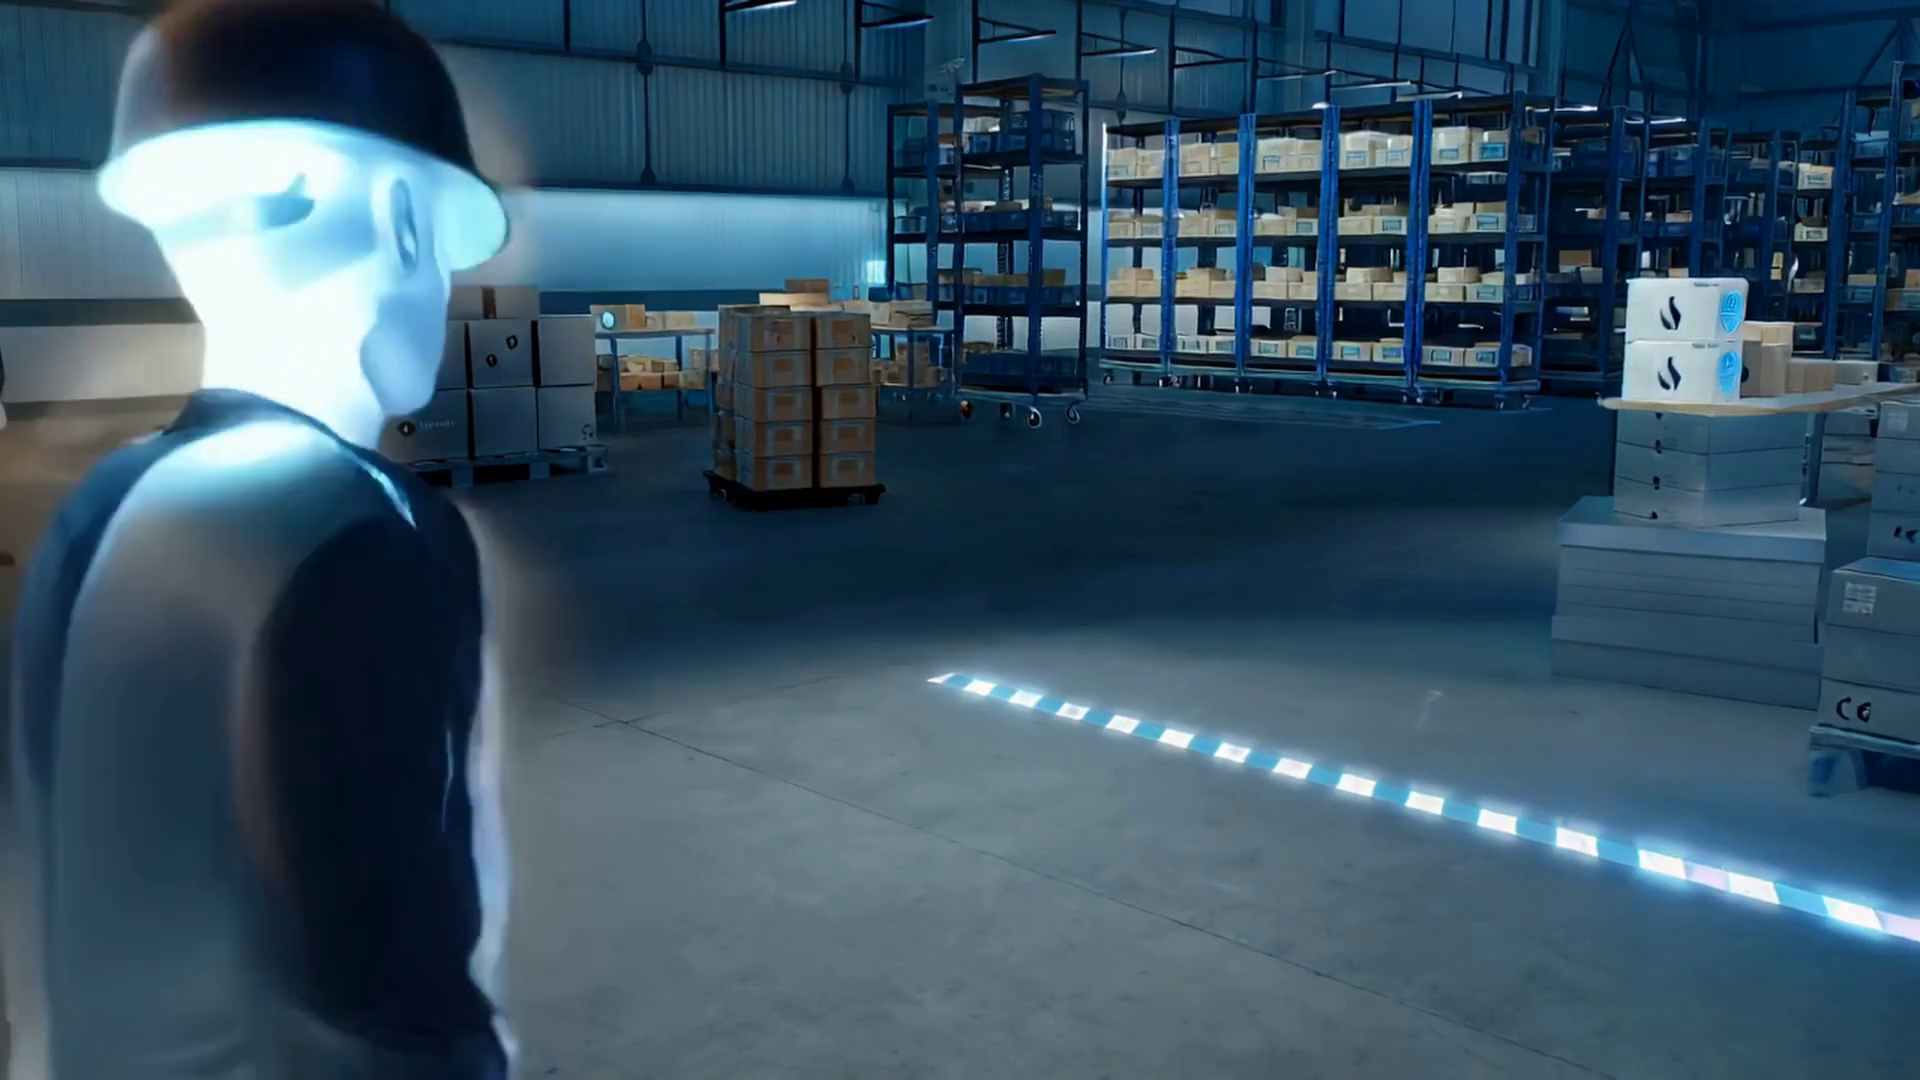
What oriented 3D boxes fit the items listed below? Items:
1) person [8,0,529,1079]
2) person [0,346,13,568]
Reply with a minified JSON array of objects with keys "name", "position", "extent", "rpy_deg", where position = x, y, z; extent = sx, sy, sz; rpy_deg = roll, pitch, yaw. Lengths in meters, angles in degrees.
[{"name":"person","position":[-0.435,0.558,1.200],"extent":[0.423,1.921,0.583],"rpy_deg":[-8,13,-41]},{"name":"person","position":[-5.554,-0.778,9.092],"extent":[0.618,1.944,0.396],"rpy_deg":[-3,10,-16]}]
